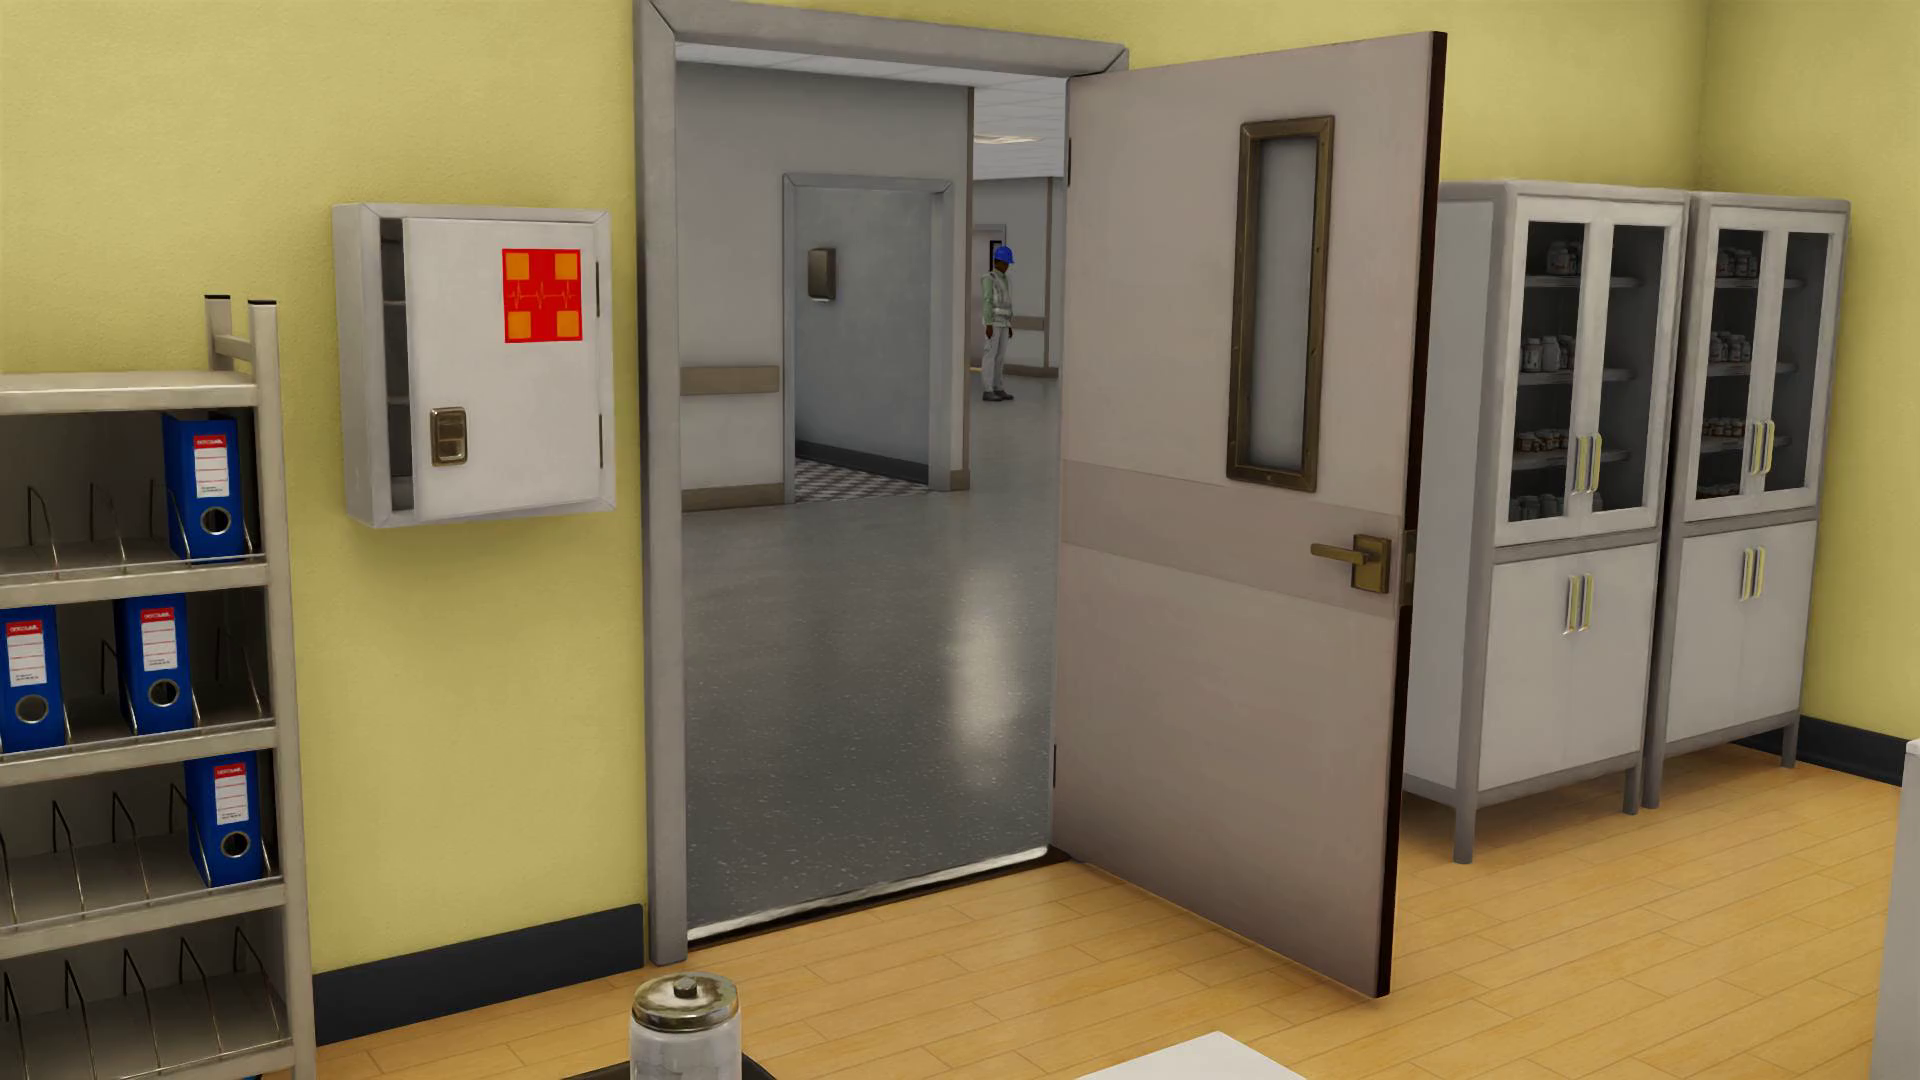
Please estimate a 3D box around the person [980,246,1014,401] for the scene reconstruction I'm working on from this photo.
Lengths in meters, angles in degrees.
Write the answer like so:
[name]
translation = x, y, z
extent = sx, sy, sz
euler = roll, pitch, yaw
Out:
[person]
translation = 0.483, -2.717, 20.947
extent = 0.402, 1.938, 0.603
euler = 6, 11, 29
